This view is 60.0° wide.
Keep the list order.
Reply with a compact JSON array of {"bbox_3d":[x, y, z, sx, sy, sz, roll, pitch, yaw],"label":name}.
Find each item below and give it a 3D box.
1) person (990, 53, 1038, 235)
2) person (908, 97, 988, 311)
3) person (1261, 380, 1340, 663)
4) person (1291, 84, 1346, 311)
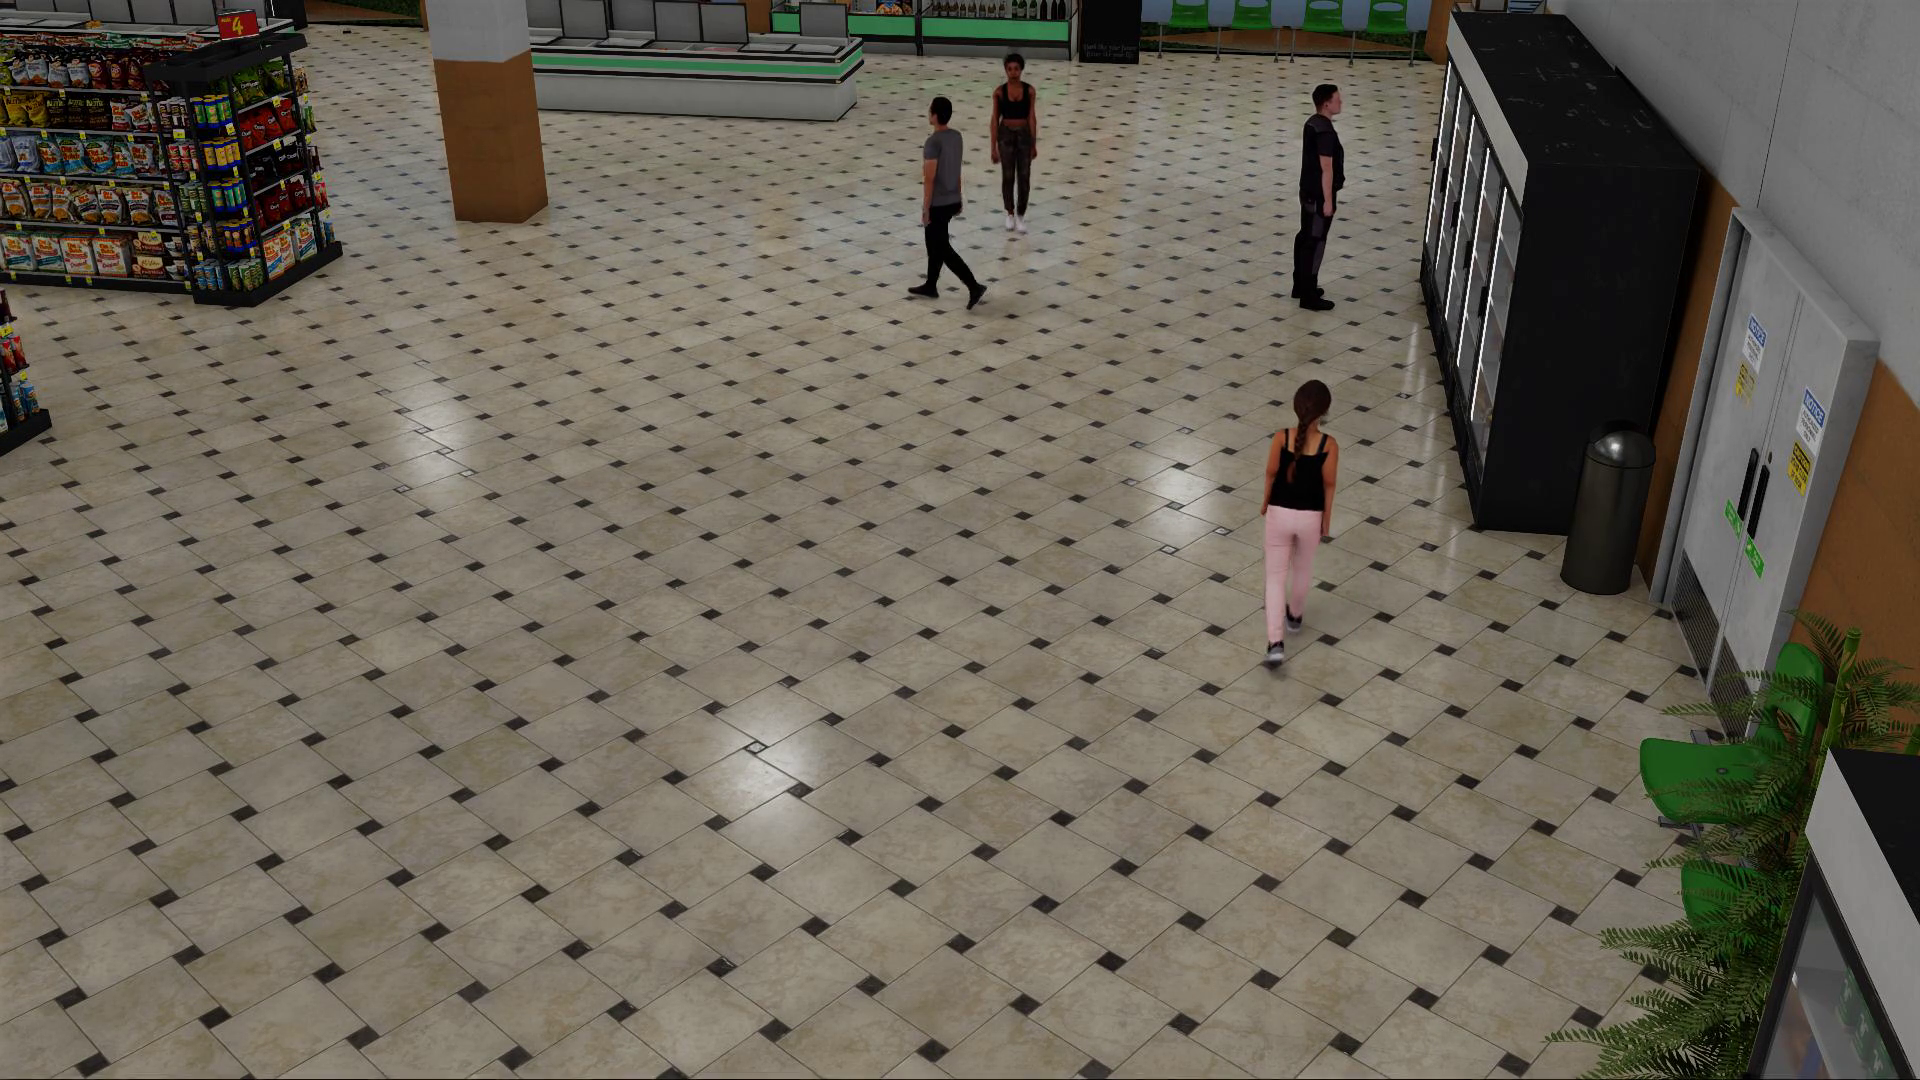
[{"bbox_3d":[0.517,-3.793,15.857,0.667,1.682,0.711,1,27,1],"label":"person"},{"bbox_3d":[-0.084,-2.767,13.778,1.161,1.732,0.872,14,30,26],"label":"person"},{"bbox_3d":[1.737,-0.070,8.673,0.938,1.539,0.591,3,27,6],"label":"person"},{"bbox_3d":[2.980,-2.868,13.852,0.658,1.846,0.763,0,27,-1],"label":"person"}]
